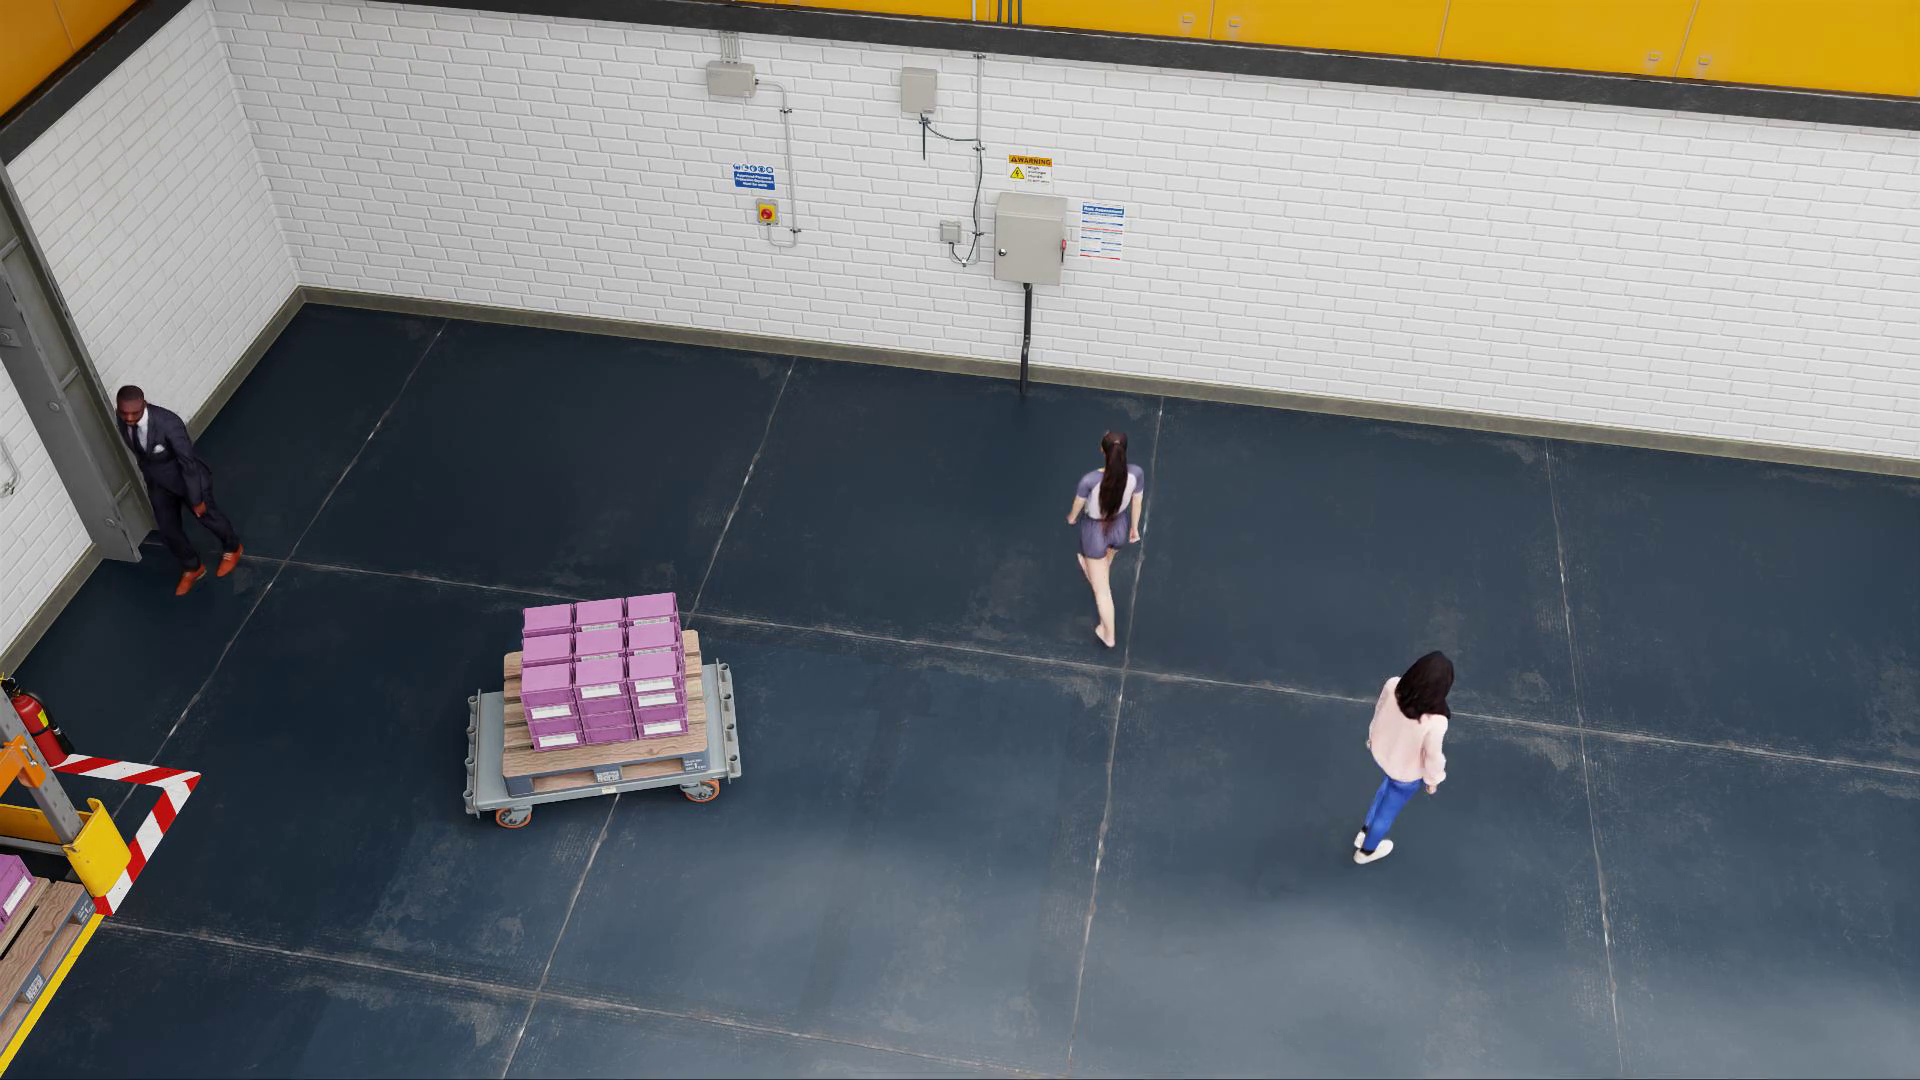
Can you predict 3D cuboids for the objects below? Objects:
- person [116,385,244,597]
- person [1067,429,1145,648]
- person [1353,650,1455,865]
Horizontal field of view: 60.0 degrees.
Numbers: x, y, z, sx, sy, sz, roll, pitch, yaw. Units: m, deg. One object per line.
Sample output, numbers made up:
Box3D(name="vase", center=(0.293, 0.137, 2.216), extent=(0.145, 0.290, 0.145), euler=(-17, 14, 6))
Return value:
Box3D(name="person", center=(-5.237, -0.439, 11.180), extent=(0.732, 1.795, 0.815), euler=(16, 46, 16))
Box3D(name="person", center=(0.977, 0.030, 10.829), extent=(0.935, 1.601, 1.120), euler=(-15, 46, -15))
Box3D(name="person", center=(2.412, 1.289, 9.391), extent=(0.833, 1.759, 0.742), euler=(-19, 47, -19))
